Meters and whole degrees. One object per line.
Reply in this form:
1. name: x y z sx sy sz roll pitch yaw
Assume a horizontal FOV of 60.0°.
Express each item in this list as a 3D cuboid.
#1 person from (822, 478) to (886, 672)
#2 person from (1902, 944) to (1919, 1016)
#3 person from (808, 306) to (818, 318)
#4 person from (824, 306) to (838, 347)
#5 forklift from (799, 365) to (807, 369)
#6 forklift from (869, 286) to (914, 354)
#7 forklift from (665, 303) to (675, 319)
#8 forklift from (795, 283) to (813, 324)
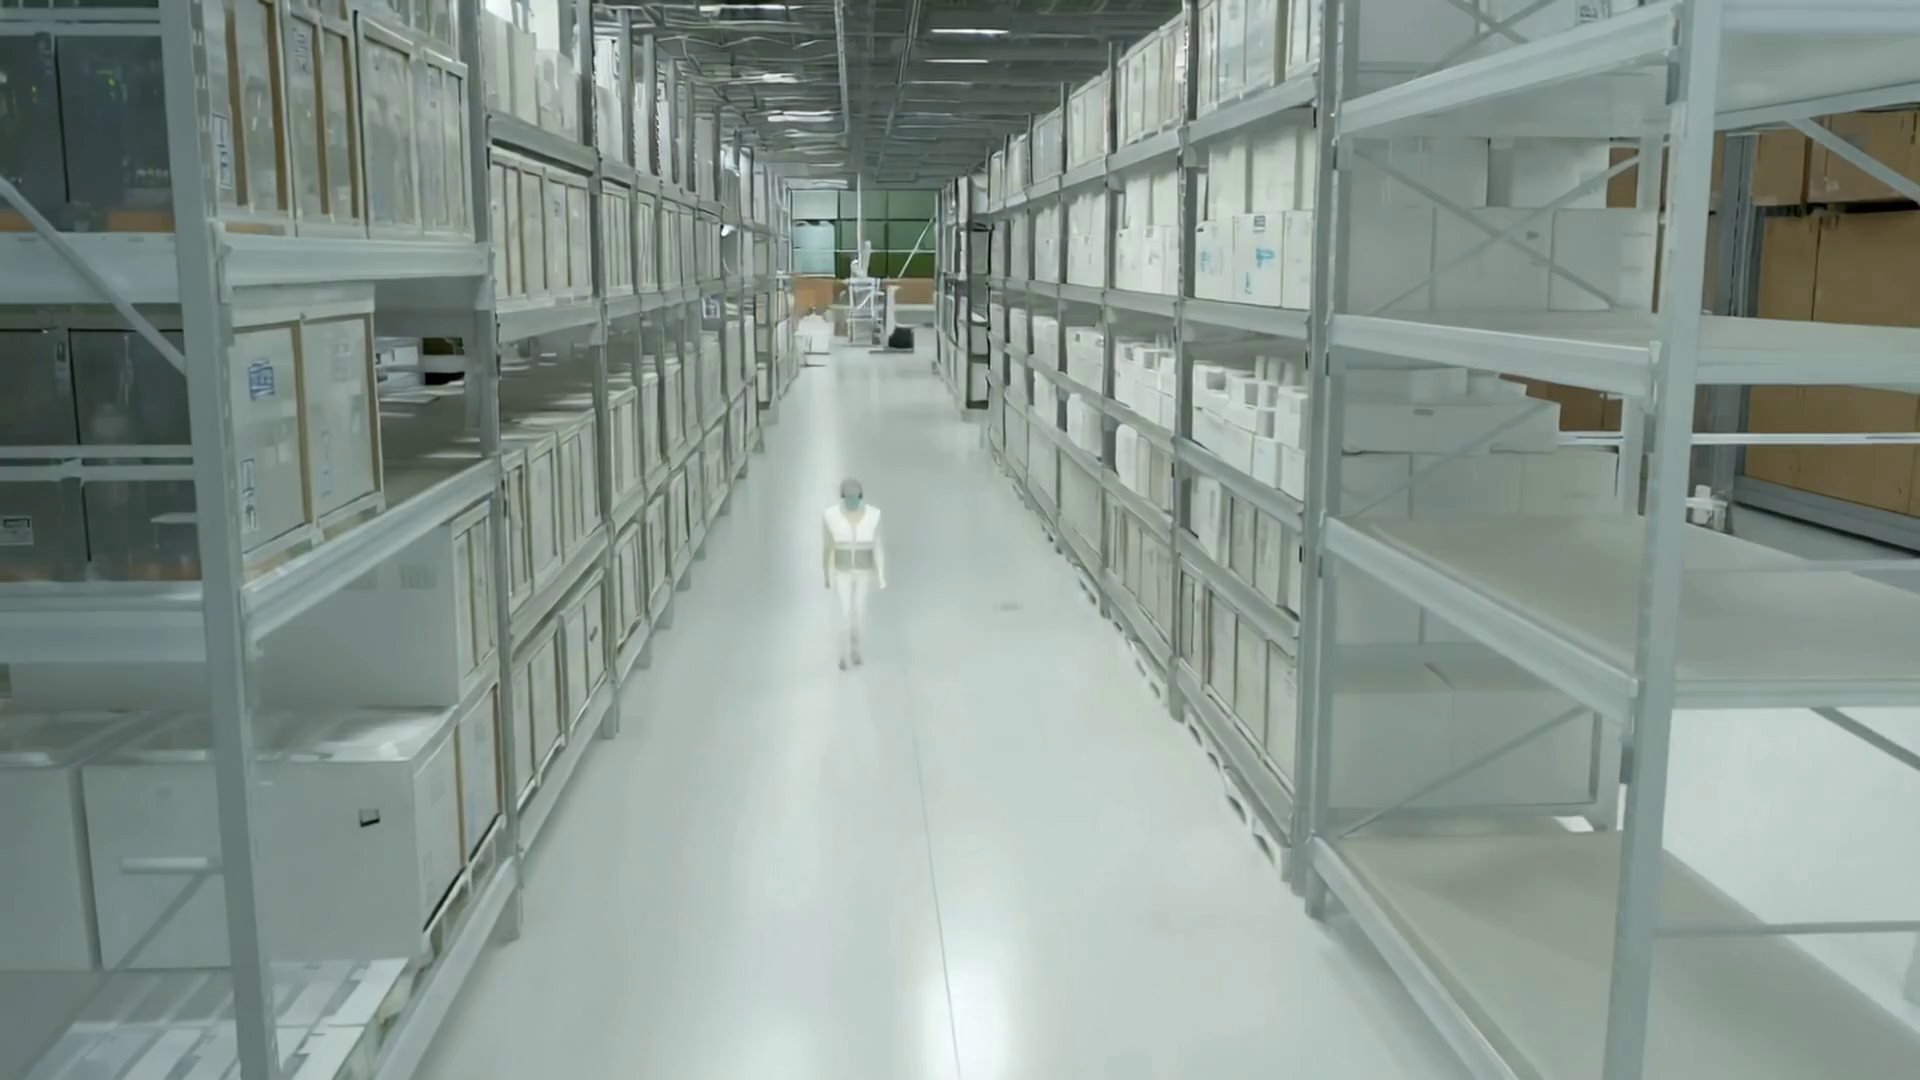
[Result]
1. person: -0.990 0.325 15.700 0.573 1.816 0.799 -3 10 -15
2. person: 5.040 1.581 8.098 0.644 1.870 0.978 -1 10 -4
3. person: -6.399 -9.282 72.773 0.542 1.928 0.399 9 13 42
4. person: -5.862 -9.593 74.771 0.652 1.880 1.037 -9 13 -43
5. forklift: -6.511 -7.448 58.959 1.129 2.768 1.873 8 13 41
6. forklift: -2.860 -9.123 68.961 1.873 2.768 1.129 -1 10 -3
7. forklift: -9.107 -6.355 52.426 1.873 2.768 1.129 -1 10 -3
8. forklift: -7.352 -10.641 78.034 1.129 2.768 1.873 -1 10 -4
